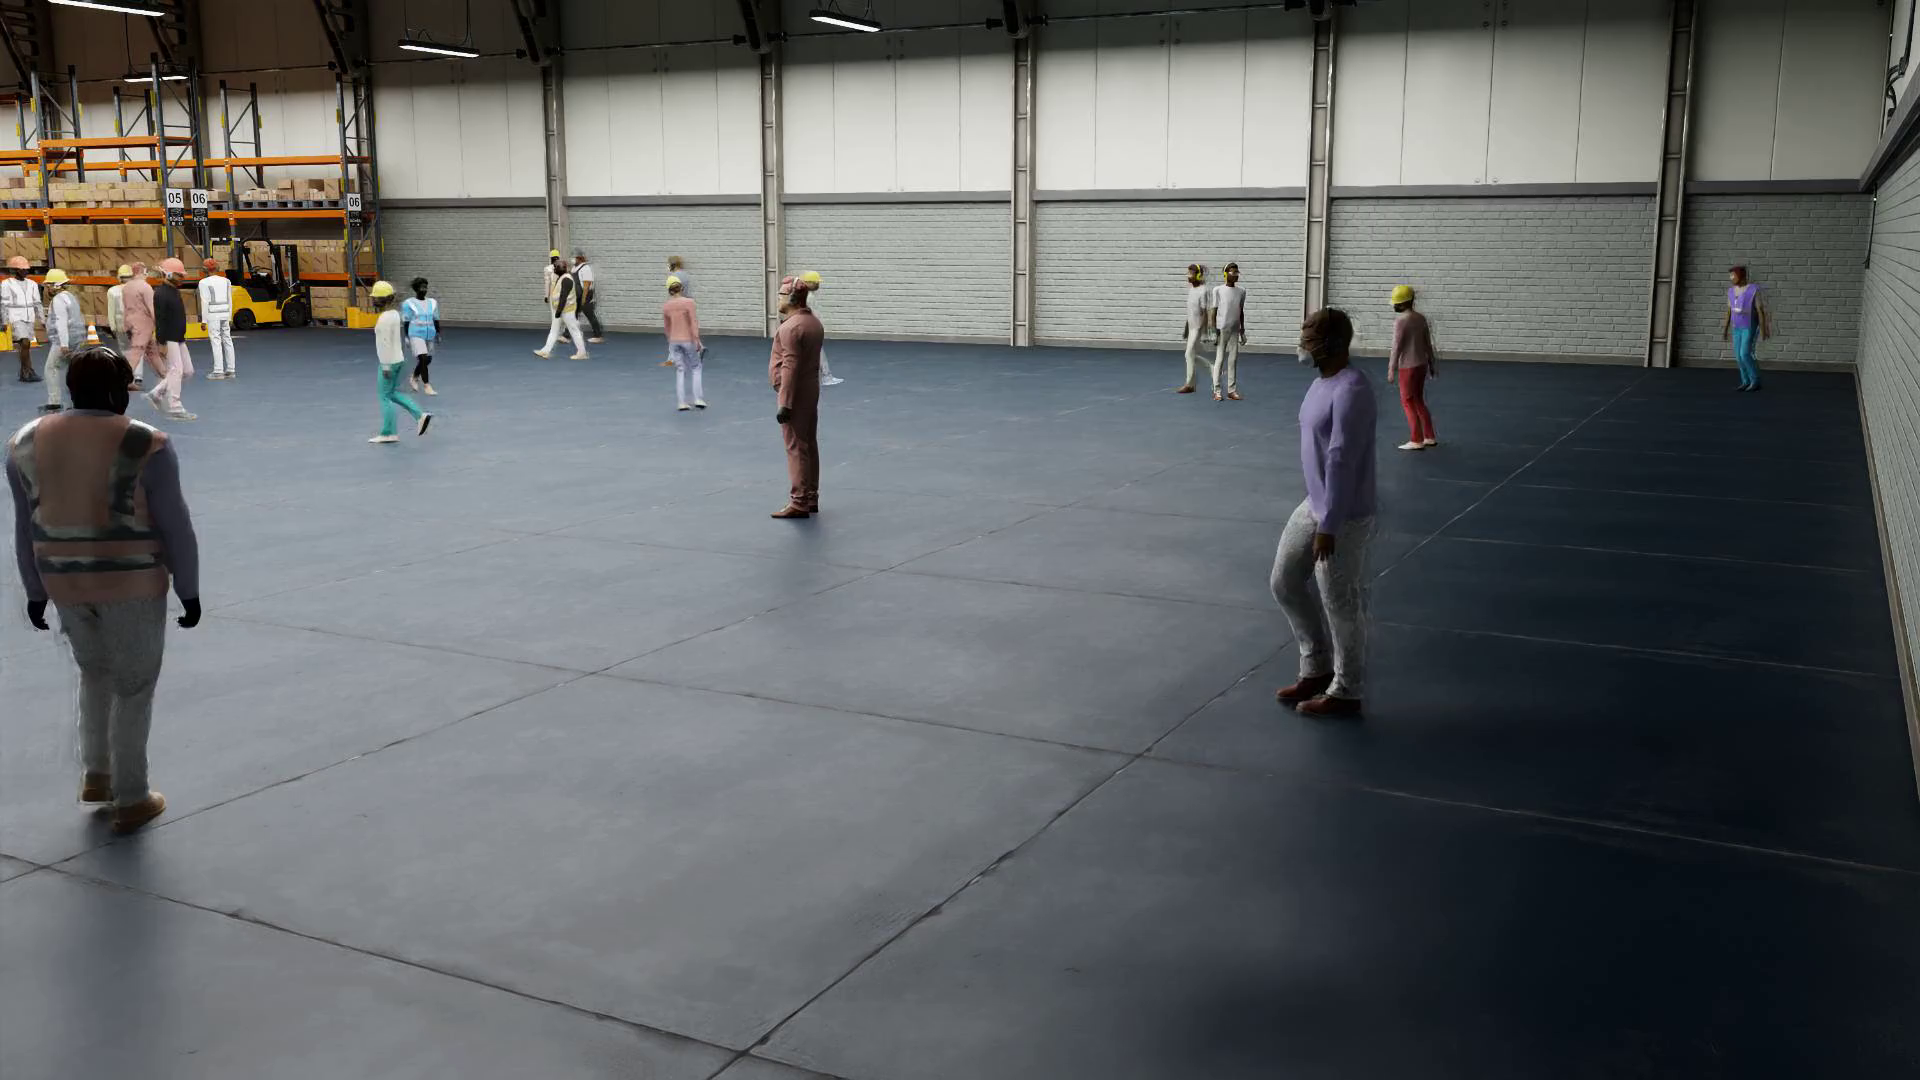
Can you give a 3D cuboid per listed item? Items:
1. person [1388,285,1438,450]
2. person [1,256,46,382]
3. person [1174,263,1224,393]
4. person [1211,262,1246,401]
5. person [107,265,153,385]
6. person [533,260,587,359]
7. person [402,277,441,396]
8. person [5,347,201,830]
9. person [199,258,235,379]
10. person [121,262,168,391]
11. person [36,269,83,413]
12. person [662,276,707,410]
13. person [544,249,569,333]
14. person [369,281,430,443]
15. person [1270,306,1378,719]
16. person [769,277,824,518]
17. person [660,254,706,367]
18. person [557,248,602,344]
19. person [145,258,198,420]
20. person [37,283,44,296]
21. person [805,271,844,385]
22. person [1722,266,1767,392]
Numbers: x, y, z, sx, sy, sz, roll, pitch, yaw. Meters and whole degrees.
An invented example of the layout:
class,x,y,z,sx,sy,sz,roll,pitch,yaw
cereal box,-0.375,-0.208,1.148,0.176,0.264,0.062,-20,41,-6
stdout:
class,x,y,z,sx,sy,sz,roll,pitch,yaw
person,4.705,-1.799,17.404,0.549,1.723,0.455,-9,14,-42
person,-14.206,-3.350,25.359,0.808,1.908,0.578,5,12,28
person,3.421,-3.010,23.691,0.694,1.848,0.523,-2,11,-11
person,3.665,-2.832,22.642,0.513,1.877,0.328,-4,11,-20
person,-12.509,-3.240,25.099,0.611,1.781,0.930,-6,12,-28
person,-7.225,-4.145,30.021,0.954,1.791,0.624,-5,12,-27
person,-7.635,-2.883,23.493,0.774,1.673,0.538,9,14,41
person,-3.220,0.180,6.353,0.653,1.822,0.505,0,10,1
person,-11.650,-3.464,26.063,0.362,1.883,0.575,5,11,24
person,-11.874,-3.109,24.217,0.706,1.850,0.981,9,14,40
person,-11.421,-2.503,21.009,0.715,1.809,0.628,-2,11,-10
person,-3.566,-2.529,21.425,0.596,1.710,0.495,4,11,19
person,-8.896,-5.432,36.676,0.594,1.924,0.382,-9,13,-39
person,-6.126,-1.922,17.992,0.557,1.753,0.538,0,10,-2
person,1.667,-0.106,7.671,0.514,1.922,0.631,-1,10,-6
person,-1.317,-1.130,13.258,0.409,1.913,0.647,2,11,13
person,-4.770,-3.904,28.370,0.704,1.918,0.638,2,11,13
person,-7.903,-5.103,34.569,0.688,2.000,1.040,10,14,43
person,-9.628,-2.437,20.221,0.567,1.971,0.643,-1,10,-6
person,-24.826,-6.883,44.615,0.397,1.918,0.588,5,11,25
person,-2.130,-3.108,24.600,0.860,1.705,0.488,0,10,0
person,11.247,-3.022,23.856,0.492,1.805,0.588,-3,11,-15
